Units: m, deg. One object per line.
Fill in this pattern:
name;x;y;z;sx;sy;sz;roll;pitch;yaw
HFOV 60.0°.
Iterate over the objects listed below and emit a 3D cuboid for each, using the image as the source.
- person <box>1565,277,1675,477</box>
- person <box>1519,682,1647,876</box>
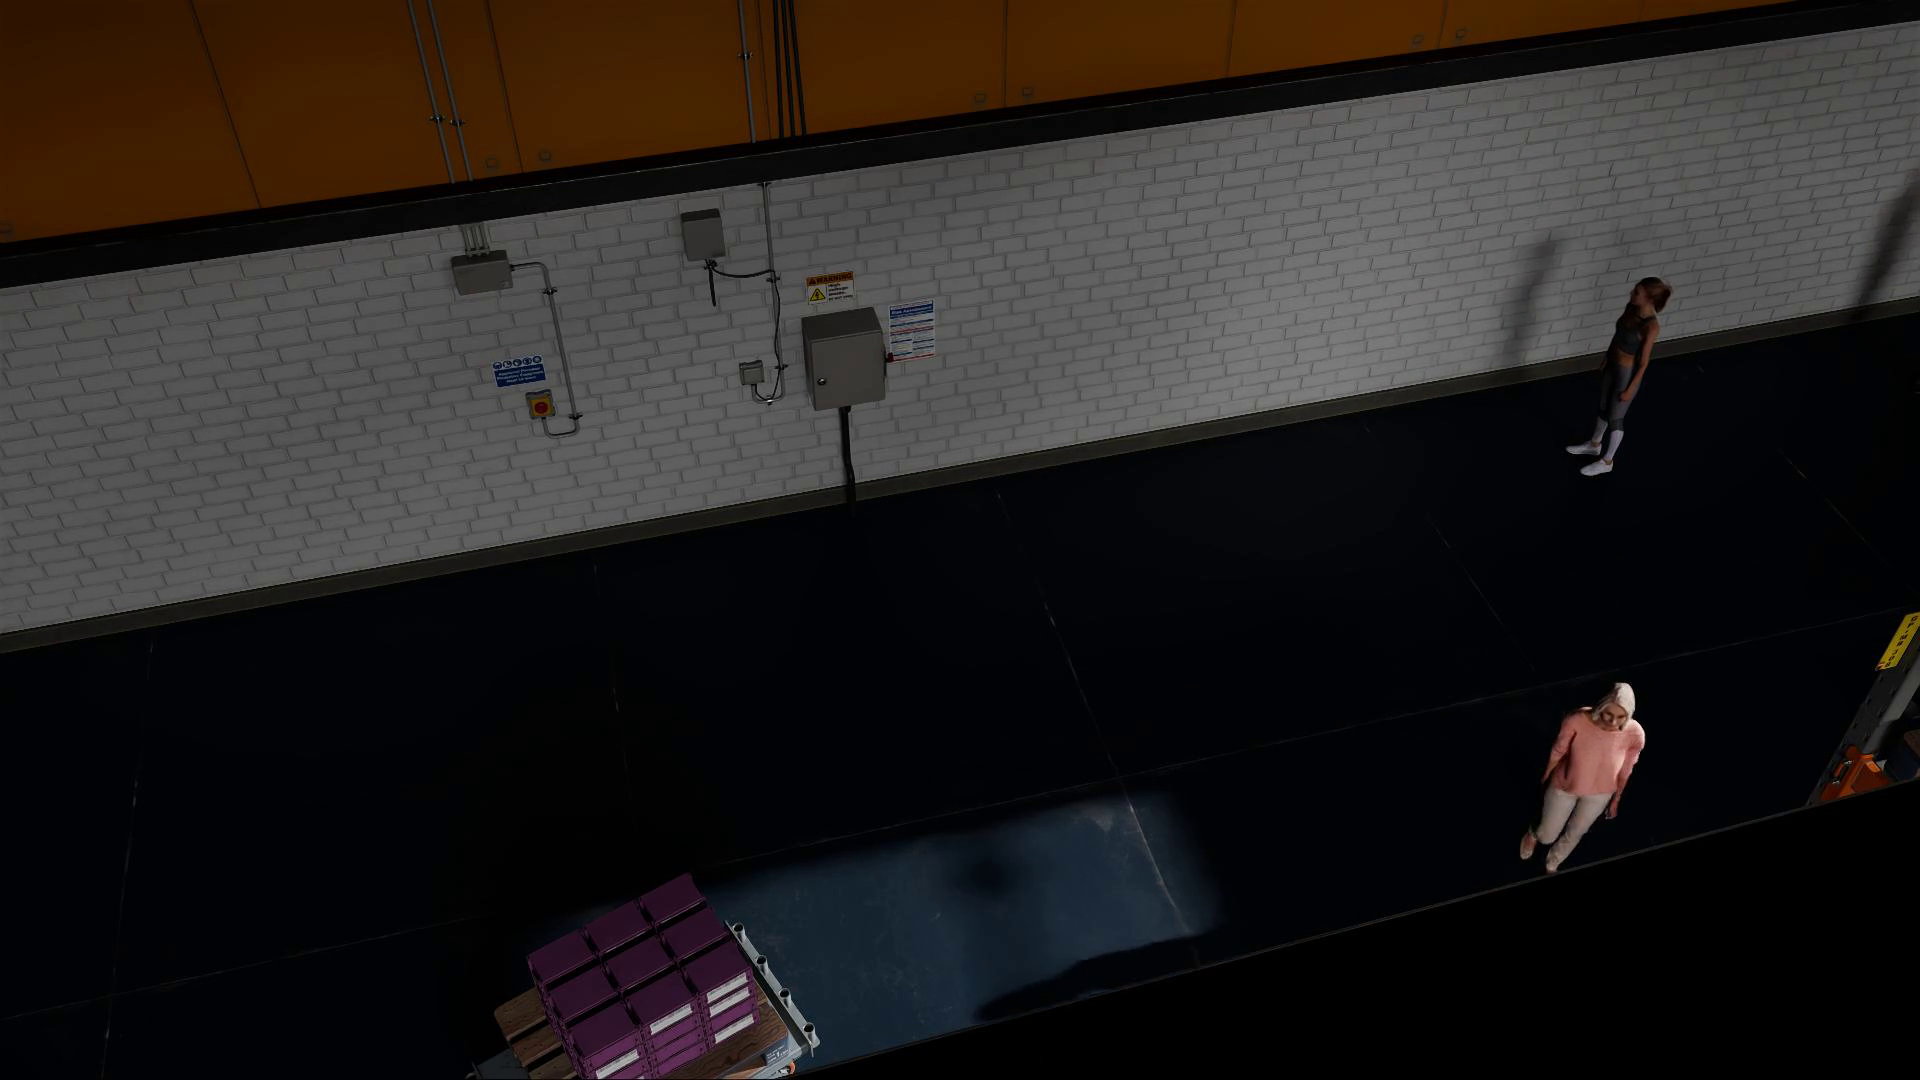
person;4.830;-1.203;12.114;0.650;1.705;0.468;-5;44;-6
person;3.543;1.325;9.452;0.730;1.715;0.778;8;44;8
